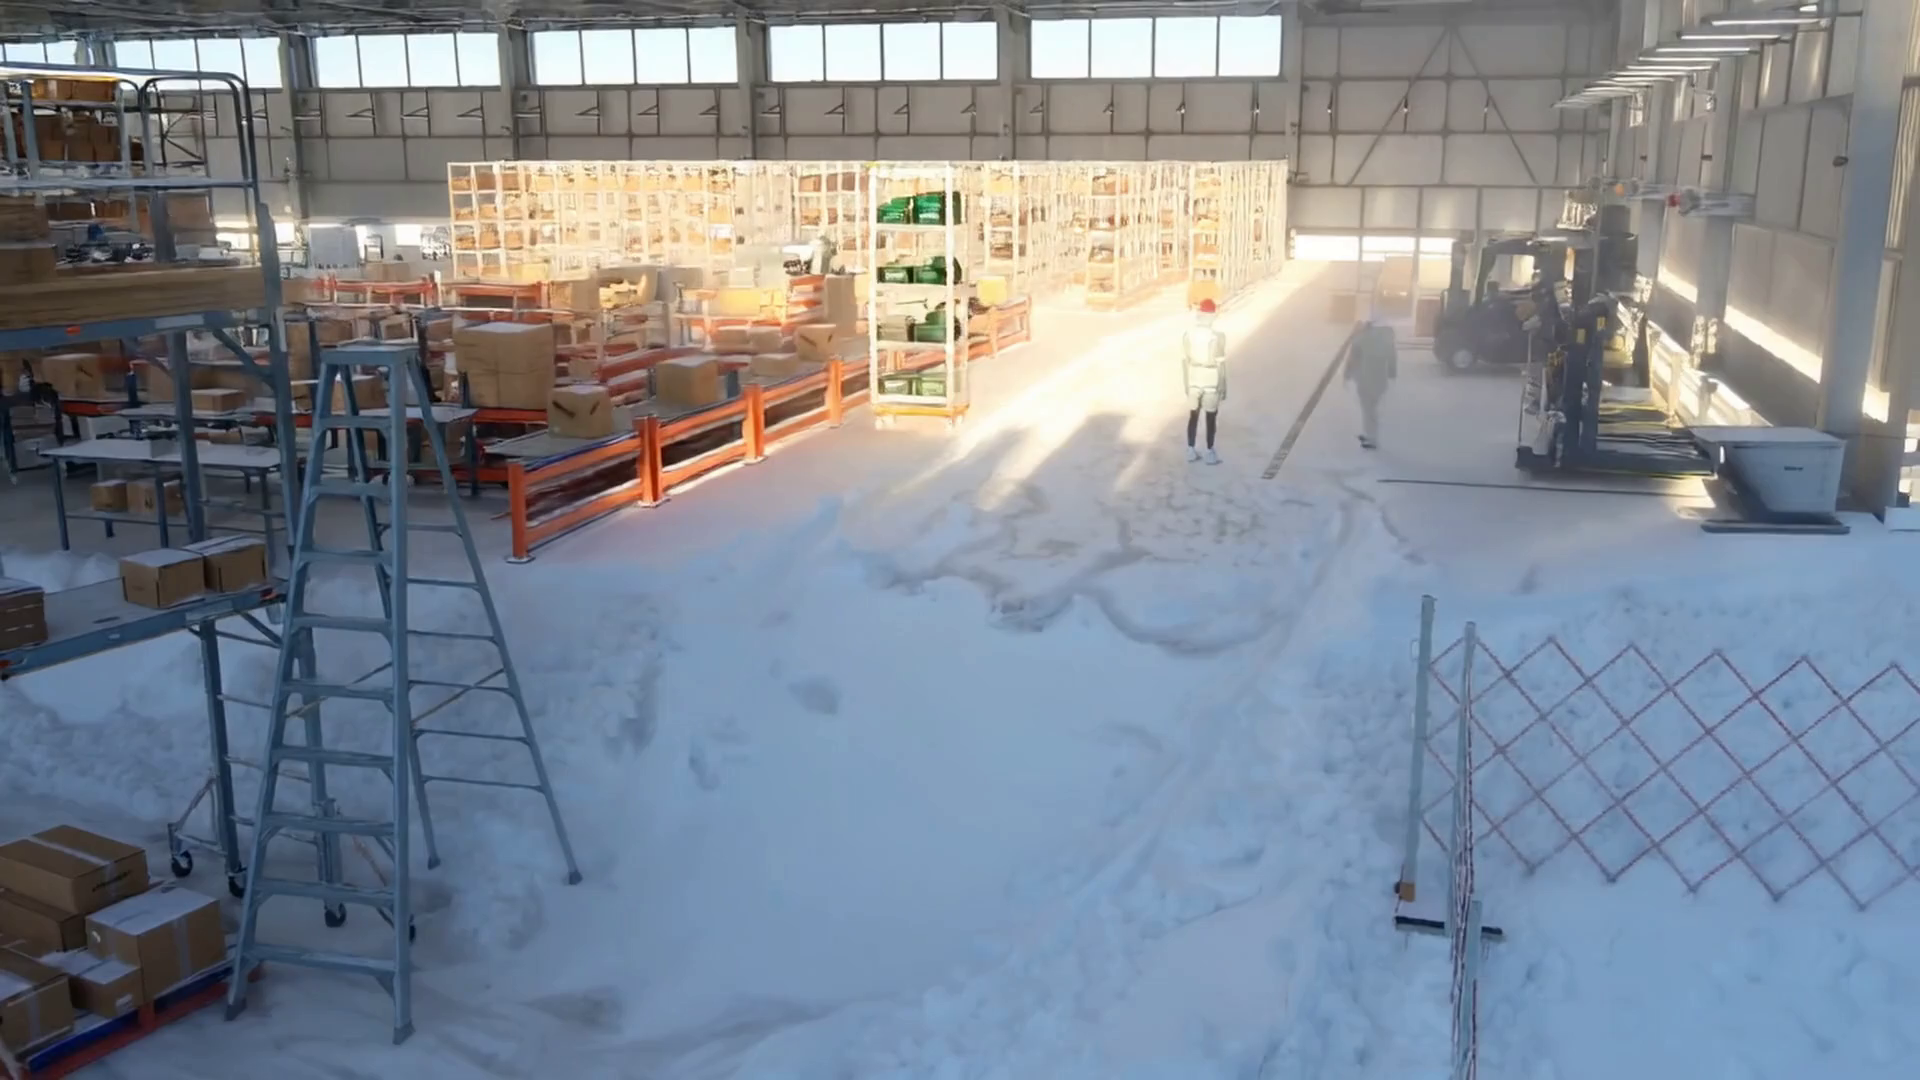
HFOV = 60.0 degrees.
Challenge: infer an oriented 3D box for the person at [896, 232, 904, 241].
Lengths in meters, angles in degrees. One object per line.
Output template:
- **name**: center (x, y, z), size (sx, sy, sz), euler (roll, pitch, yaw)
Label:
- **person**: center (-1.694, -8.501, 49.312), size (0.739, 1.815, 0.569), euler (5, 14, 21)

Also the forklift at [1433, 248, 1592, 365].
- **forklift**: center (9.780, -4.111, 29.280), size (2.680, 1.987, 1.157), euler (3, 13, 14)

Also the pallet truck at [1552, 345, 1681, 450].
- **pallet truck**: center (8.641, -1.896, 21.908), size (1.630, 1.274, 0.653), euler (4, 14, 16)

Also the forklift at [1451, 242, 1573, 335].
- **forklift**: center (10.464, -4.597, 31.405), size (2.680, 1.987, 1.157), euler (4, 14, 16)

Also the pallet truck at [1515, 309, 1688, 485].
- **pallet truck**: center (7.554, -1.677, 19.446), size (1.885, 1.965, 0.823), euler (3, 13, 14)

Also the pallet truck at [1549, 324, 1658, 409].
- **pallet truck**: center (9.824, -2.669, 25.407), size (1.601, 1.201, 0.680), euler (4, 14, 16)

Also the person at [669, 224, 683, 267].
- **person**: center (-8.311, -8.308, 48.294), size (0.622, 1.892, 0.992), euler (4, 14, 16)

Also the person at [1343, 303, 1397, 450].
- **person**: center (5.317, -2.155, 21.765), size (0.668, 1.881, 0.875), euler (-4, 14, -17)

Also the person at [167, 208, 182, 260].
- **person**: center (-28.061, -10.832, 59.124), size (0.652, 1.939, 1.047), euler (3, 13, 12)

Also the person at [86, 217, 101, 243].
- **person**: center (-28.923, -9.935, 55.662), size (0.521, 1.738, 0.810), euler (4, 14, 17)

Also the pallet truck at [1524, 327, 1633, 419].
- **pallet truck**: center (9.065, -2.460, 24.370), size (1.522, 1.261, 0.704), euler (3, 13, 14)

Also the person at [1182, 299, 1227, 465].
- **person**: center (3.022, -1.949, 20.553), size (0.608, 2.038, 0.401), euler (10, 16, 36)

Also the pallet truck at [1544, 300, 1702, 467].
- **pallet truck**: center (8.263, -1.952, 20.631), size (1.885, 1.965, 0.823), euler (5, 14, 20)

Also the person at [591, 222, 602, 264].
- **person**: center (-11.114, -8.970, 51.389), size (0.821, 1.807, 0.603), euler (2, 13, 9)
